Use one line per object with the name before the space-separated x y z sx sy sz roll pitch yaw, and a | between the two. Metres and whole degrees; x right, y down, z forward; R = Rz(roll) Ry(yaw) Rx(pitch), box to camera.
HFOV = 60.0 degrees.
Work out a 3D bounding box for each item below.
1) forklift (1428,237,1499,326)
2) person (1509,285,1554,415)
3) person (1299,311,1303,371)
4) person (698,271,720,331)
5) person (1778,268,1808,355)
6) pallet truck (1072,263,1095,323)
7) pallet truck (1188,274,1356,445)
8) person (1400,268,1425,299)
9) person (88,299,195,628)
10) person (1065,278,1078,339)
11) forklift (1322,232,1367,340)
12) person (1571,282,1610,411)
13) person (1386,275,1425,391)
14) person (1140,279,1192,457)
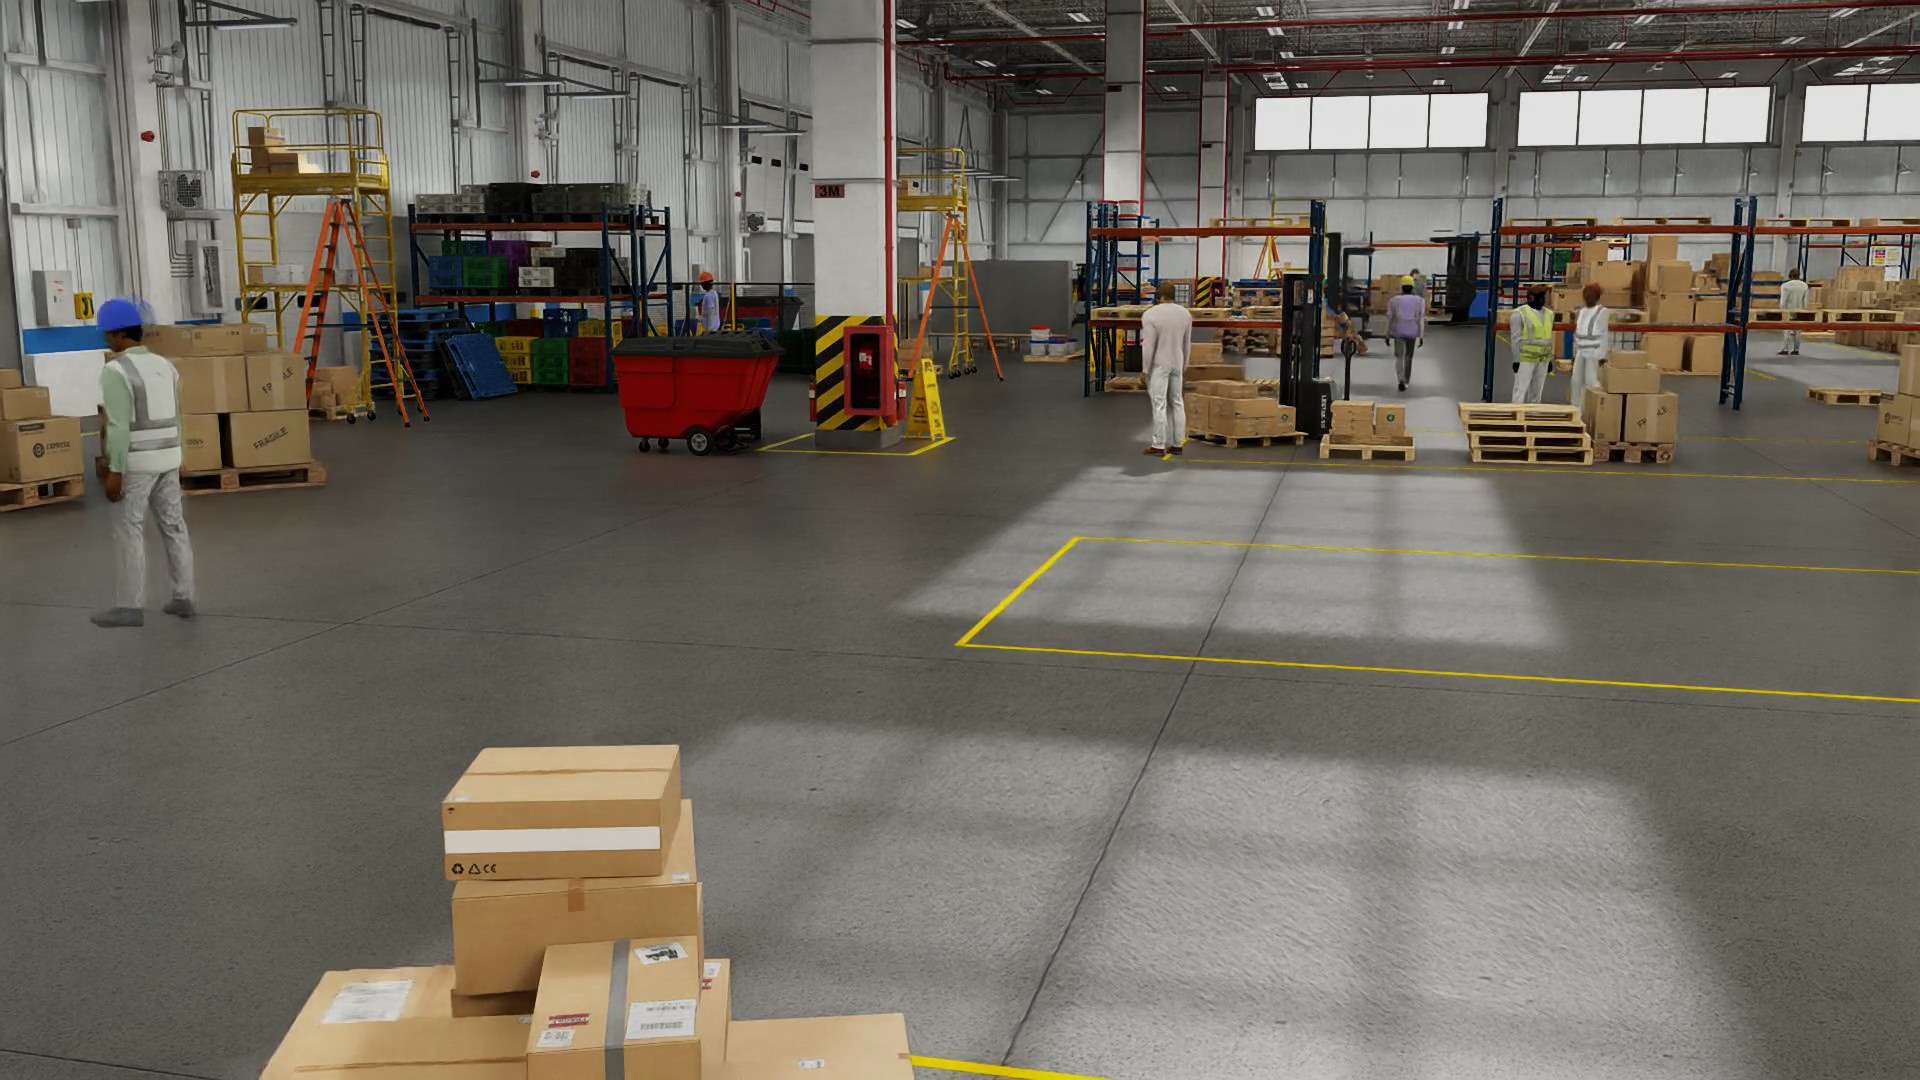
forklift | 15.950 -8.150 52.393 1.873 2.768 1.129 -2 10 -12
person | 7.083 -2.227 20.562 0.626 1.846 0.429 -4 11 -24
person | 6.711 -4.092 31.883 0.486 1.738 0.340 -8 13 -40
person | -4.449 -3.789 29.505 0.365 1.932 0.543 0 10 -2
person | 18.595 -5.094 37.167 0.635 1.937 0.352 -1 10 -8
pallet truck | 4.325 -8.180 55.162 0.823 1.965 1.885 6 11 31
pallet truck | 3.653 -2.138 19.590 1.885 1.965 0.823 -4 10 -20
person | 12.488 -6.579 46.024 0.654 1.909 0.778 0 10 0
person | -4.895 -0.449 9.878 0.522 1.929 0.674 2 10 9
person | 2.782 -5.867 42.459 0.432 1.682 0.538 -5 11 -25
forklift | 9.776 -6.672 43.688 1.873 2.768 1.129 2 10 14
person | 8.346 -2.460 21.909 0.713 1.860 0.596 -2 10 -13
person | 7.317 -3.398 27.329 0.592 1.903 0.834 2 10 11
person | 2.243 -1.877 18.222 0.629 1.940 0.376 -5 11 -27
